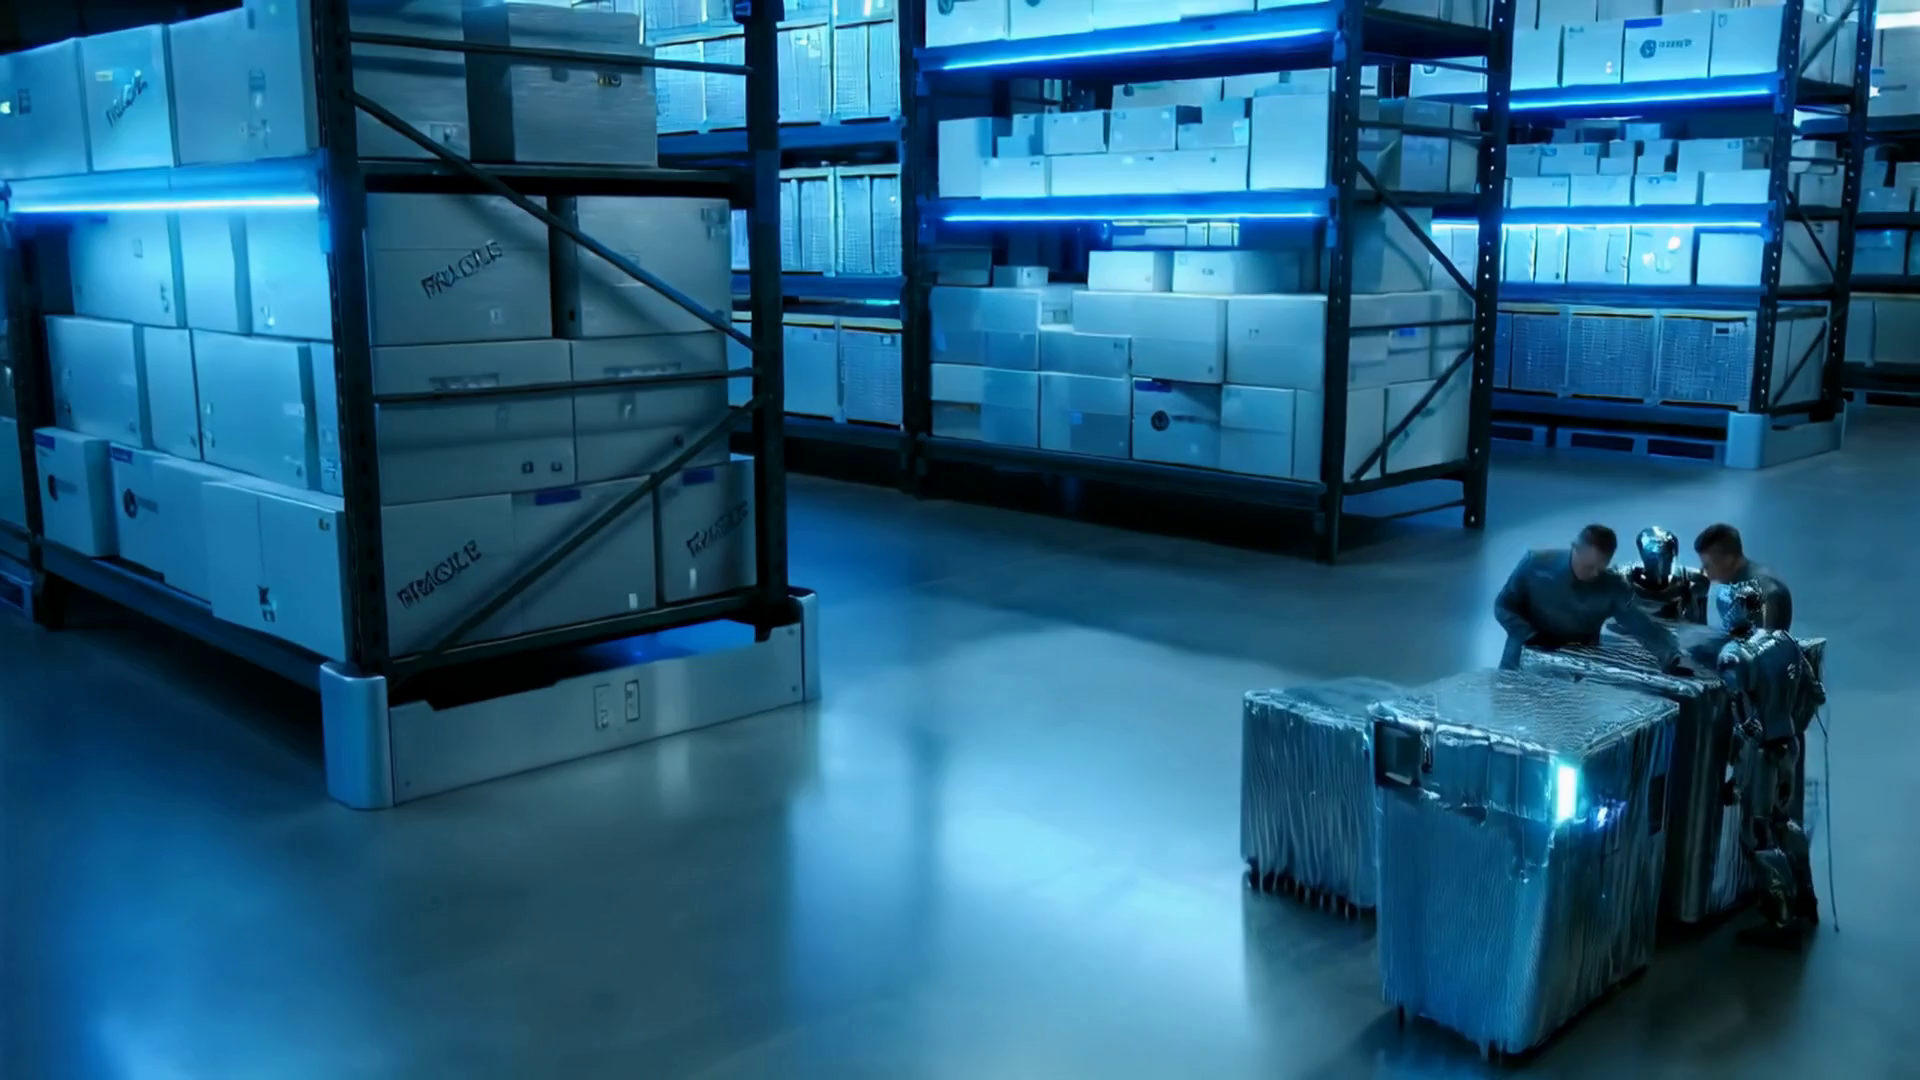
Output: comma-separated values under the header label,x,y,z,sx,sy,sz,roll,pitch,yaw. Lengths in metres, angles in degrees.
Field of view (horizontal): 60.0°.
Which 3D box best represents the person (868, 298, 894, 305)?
label,x,y,z,sx,sy,sz,roll,pitch,yaw
person,-1.050,-2.796,21.670,0.358,1.937,0.548,4,11,19
